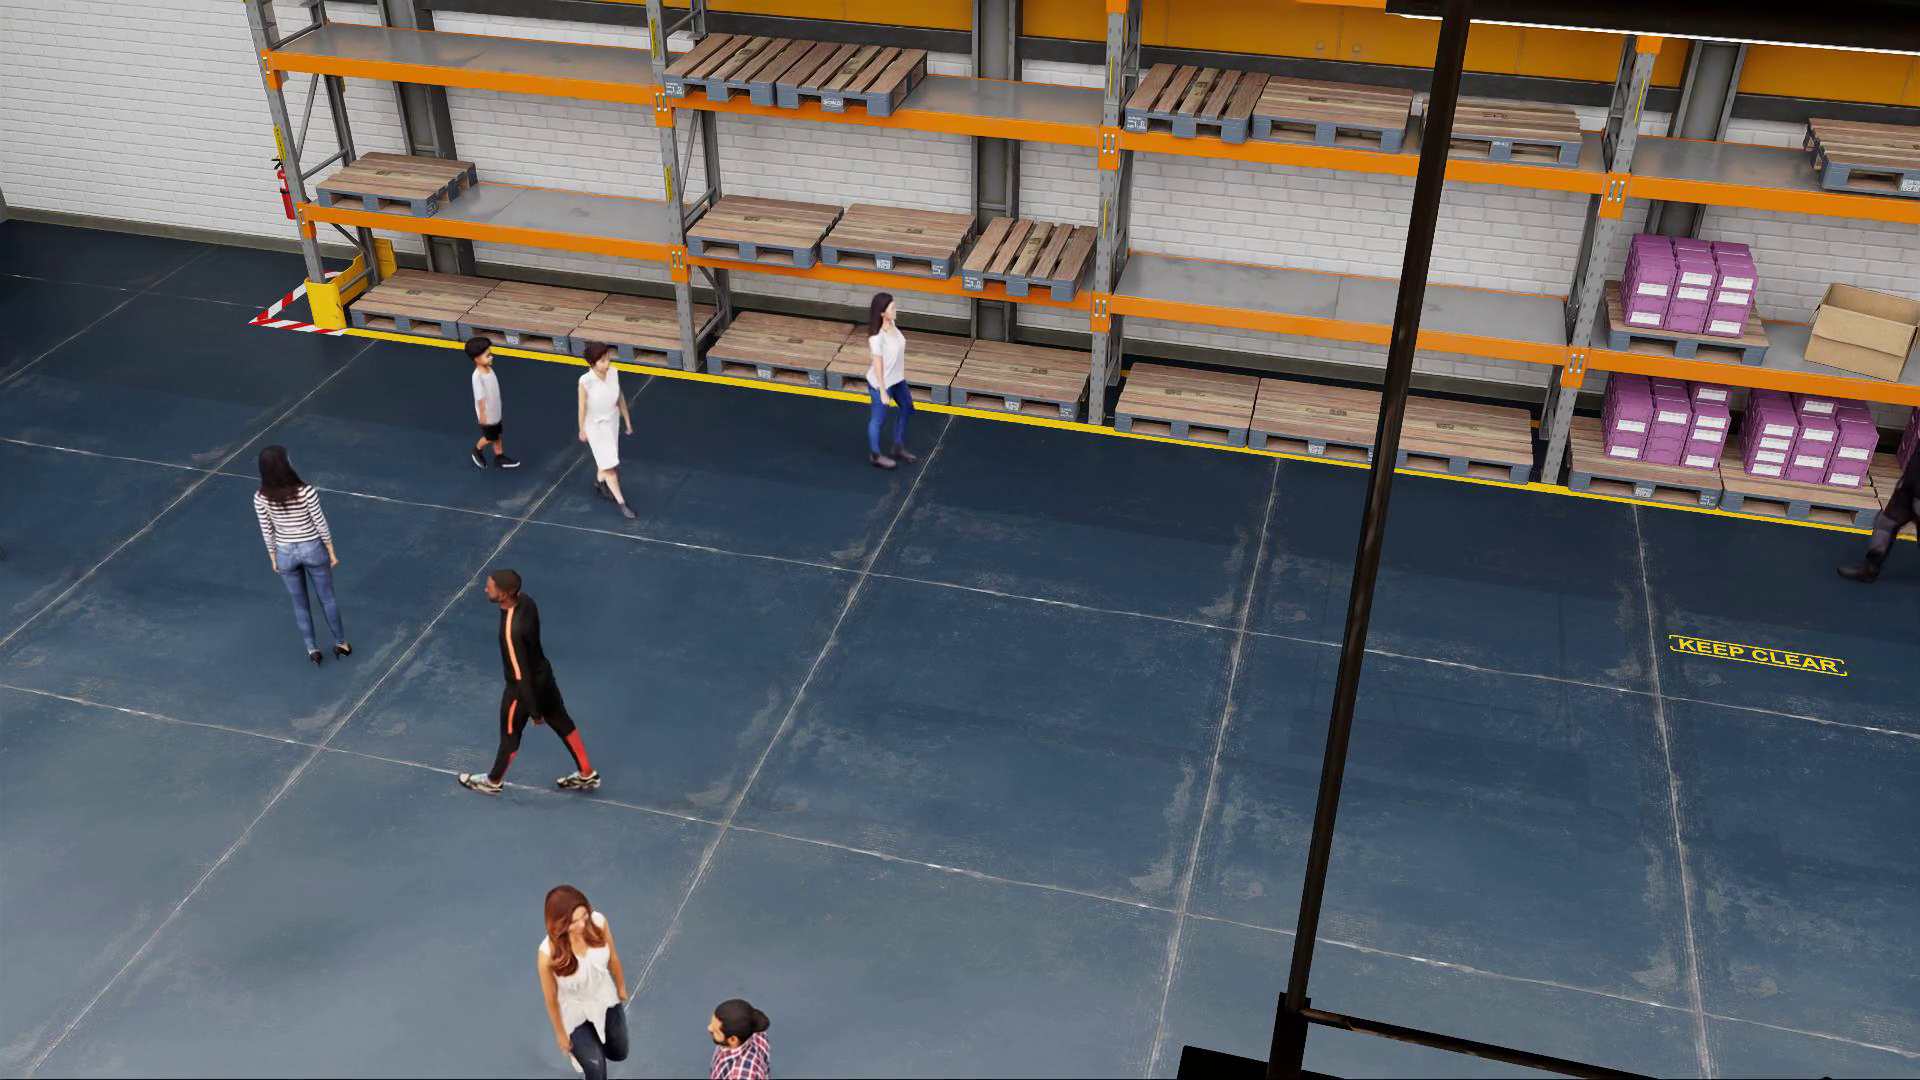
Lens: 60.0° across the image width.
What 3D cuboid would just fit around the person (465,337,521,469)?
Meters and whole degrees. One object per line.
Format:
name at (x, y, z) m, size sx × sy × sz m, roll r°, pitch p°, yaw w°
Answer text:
person at (-4.113, -1.163, 14.292) m, size 0.660 × 1.251 × 0.532 m, roll 5°, pitch 34°, yaw 8°

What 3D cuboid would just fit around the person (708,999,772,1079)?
person at (-1.013, 2.794, 7.879) m, size 0.720 × 1.761 × 0.762 m, roll -4°, pitch 34°, yaw -5°

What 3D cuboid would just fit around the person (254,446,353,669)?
person at (-4.688, 0.133, 11.851) m, size 0.587 × 1.795 × 0.717 m, roll -7°, pitch 34°, yaw -10°

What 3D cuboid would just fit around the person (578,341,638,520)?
person at (-2.996, -0.956, 13.736) m, size 0.981 × 1.521 × 0.790 m, roll 25°, pitch 41°, yaw 33°

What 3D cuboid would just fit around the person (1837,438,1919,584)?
person at (7.439, -0.374, 12.610) m, size 1.202 × 1.800 × 0.827 m, roll 4°, pitch 34°, yaw 6°

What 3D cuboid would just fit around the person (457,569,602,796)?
person at (-2.660, 0.939, 10.665) m, size 1.178 × 1.765 × 0.773 m, roll 3°, pitch 34°, yaw 4°

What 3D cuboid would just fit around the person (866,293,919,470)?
person at (-0.714, -1.336, 14.174) m, size 0.644 × 1.670 × 0.640 m, roll 11°, pitch 35°, yaw 16°

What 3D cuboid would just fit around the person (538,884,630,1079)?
person at (-1.962, 2.360, 8.523) m, size 0.986 × 1.770 × 0.848 m, roll 24°, pitch 41°, yaw 32°
